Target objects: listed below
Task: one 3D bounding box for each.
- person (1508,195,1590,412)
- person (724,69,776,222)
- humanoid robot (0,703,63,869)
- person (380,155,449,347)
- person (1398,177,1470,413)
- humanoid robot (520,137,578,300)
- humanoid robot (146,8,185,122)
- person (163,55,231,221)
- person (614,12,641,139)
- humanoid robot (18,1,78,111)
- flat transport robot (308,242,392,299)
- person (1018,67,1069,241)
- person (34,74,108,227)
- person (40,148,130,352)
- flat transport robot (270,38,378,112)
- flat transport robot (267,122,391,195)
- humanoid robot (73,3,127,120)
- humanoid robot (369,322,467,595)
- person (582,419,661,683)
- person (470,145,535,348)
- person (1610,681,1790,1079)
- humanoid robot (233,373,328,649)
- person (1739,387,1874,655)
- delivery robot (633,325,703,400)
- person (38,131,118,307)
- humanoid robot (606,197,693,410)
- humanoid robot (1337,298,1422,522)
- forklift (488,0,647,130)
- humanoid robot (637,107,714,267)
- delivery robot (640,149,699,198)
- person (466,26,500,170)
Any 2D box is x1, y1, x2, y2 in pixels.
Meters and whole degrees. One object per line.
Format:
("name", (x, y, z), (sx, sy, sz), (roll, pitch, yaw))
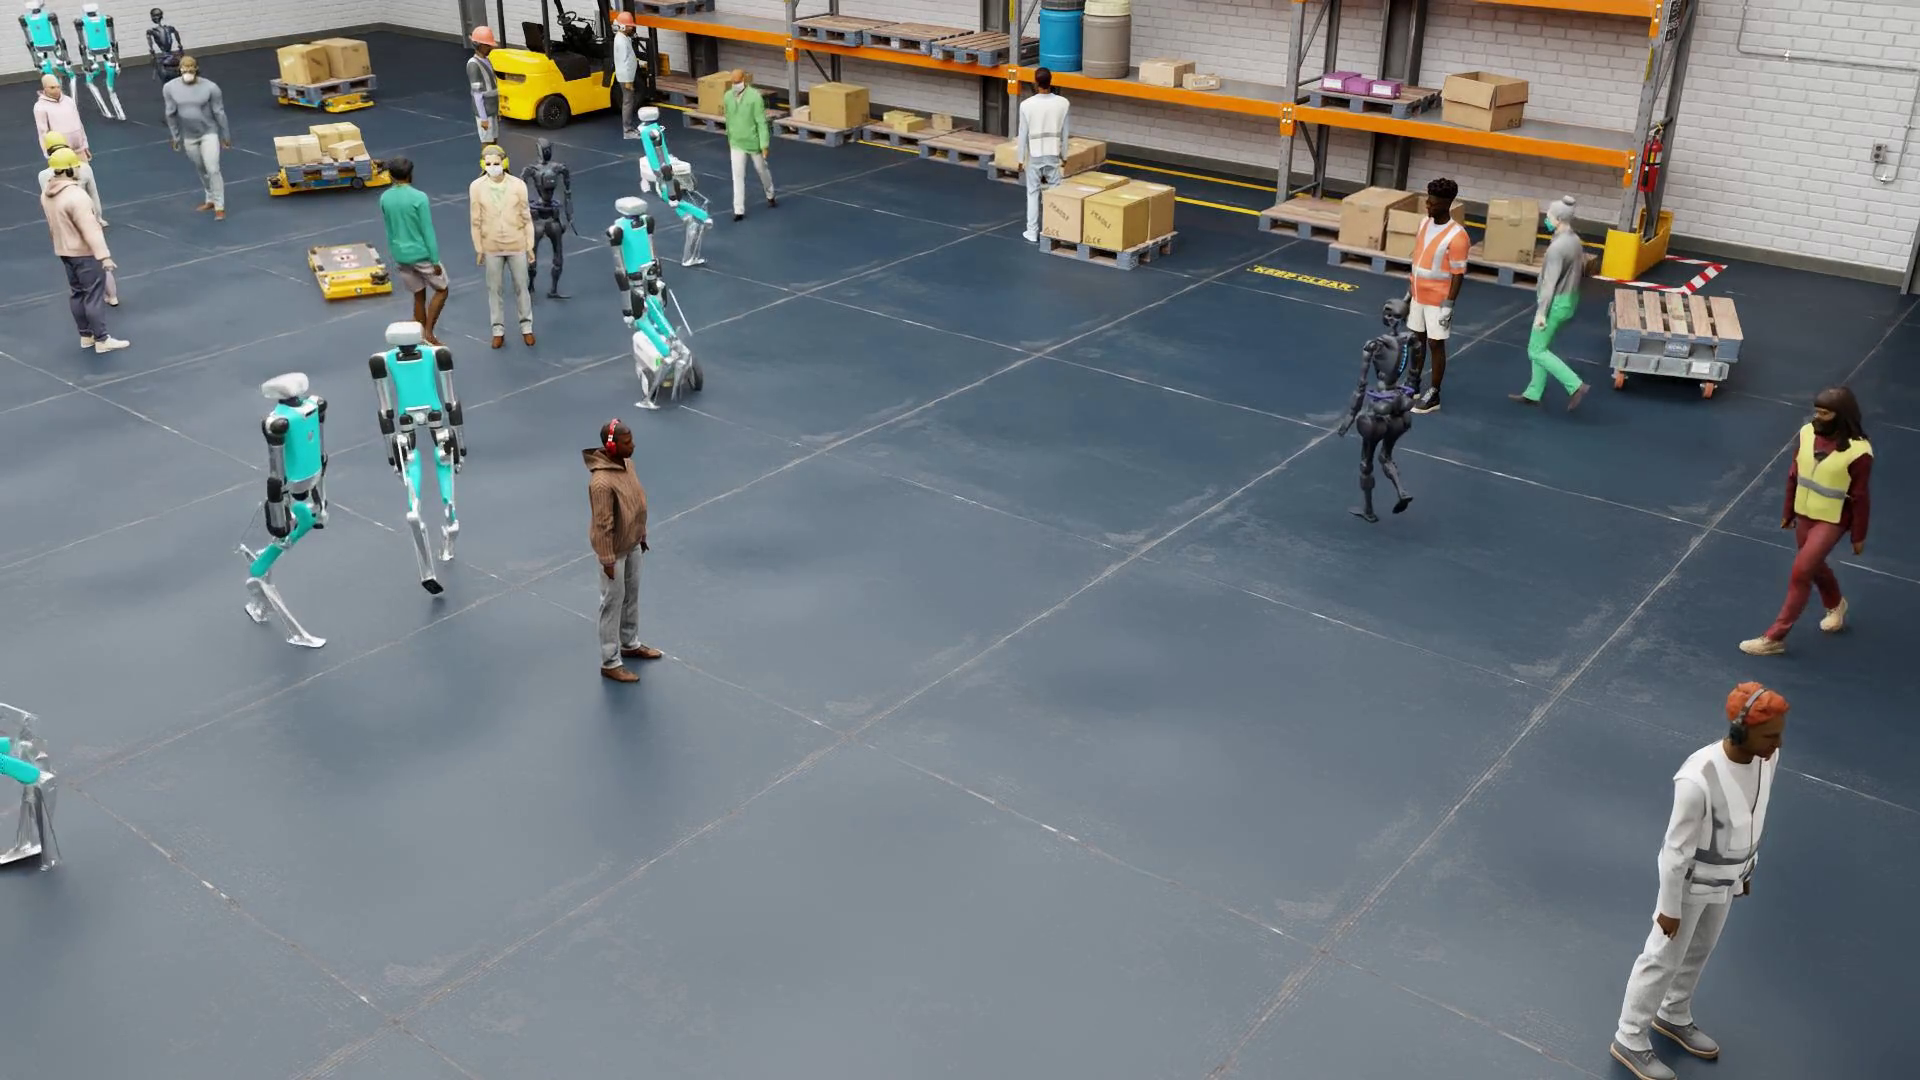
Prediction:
("person", (4.994, -1.935, 13.775), (0.629, 1.828, 0.556), (20, 32, 35))
("person", (-2.479, -4.696, 19.615), (0.582, 1.738, 0.953), (8, 27, 15))
("humanoid robot", (-4.772, 0.878, 8.107), (0.563, 1.812, 0.765), (16, 30, 30))
("person", (-4.937, -2.555, 15.063), (0.514, 1.827, 0.449), (7, 27, 14))
("person", (3.918, -2.038, 13.843), (0.362, 1.965, 0.609), (-10, 28, -20))
("humanoid robot", (-4.155, -3.197, 16.578), (0.603, 1.647, 0.411), (-18, 31, -32))
("humanoid robot", (-11.587, -6.933, 24.332), (0.654, 1.630, 0.610), (13, 29, 26))
("person", (-8.913, -4.750, 19.553), (0.649, 1.900, 0.723), (-2, 26, -5))
("person", (-4.670, -6.539, 23.423), (0.350, 1.738, 0.572), (-5, 26, -11))
("humanoid robot", (-13.368, -7.092, 24.546), (0.550, 1.727, 0.988), (-4, 26, -8))
("flat transport robot", (-6.415, -2.836, 17.445), (0.659, 0.231, 1.431), (-12, 28, -23))
("person", (0.931, -4.295, 18.585), (0.595, 1.910, 0.386), (-6, 27, -13))
("person", (-10.224, -4.425, 19.006), (0.409, 1.773, 0.537), (14, 29, 27))
("person", (-8.048, -2.635, 15.196), (0.803, 1.864, 0.423), (17, 30, 31))
("flat transport robot", (-9.795, -6.814, 25.683), (1.431, 0.231, 0.659), (16, 30, 30))
("flat transport robot", (-8.011, -4.597, 21.090), (1.431, 0.231, 0.659), (-11, 28, -21))
("humanoid robot", (-12.581, -6.955, 24.277), (0.536, 1.742, 0.938), (-21, 33, -37))
("humanoid robot", (-3.508, -0.458, 10.903), (0.546, 1.771, 1.025), (-7, 27, -14))
("person", (-2.026, 0.053, 9.879), (0.308, 1.647, 0.464), (7, 27, 15))
("person", (-4.197, -2.710, 15.339), (0.553, 1.876, 0.394), (-6, 26, -12))
("person", (3.053, 1.400, 6.831), (0.571, 1.876, 0.350), (-17, 30, -31))
("humanoid robot", (-4.301, -0.161, 10.299), (0.881, 1.843, 0.570), (6, 26, 11))
("person", (5.322, -0.141, 10.194), (0.885, 1.726, 0.512), (-10, 27, -19))
("delivery robot", (-2.592, -1.584, 14.514), (0.499, 0.587, 0.788), (-12, 28, -24))
("person", (-8.670, -3.115, 16.301), (0.325, 1.765, 0.530), (18, 31, 33))
("humanoid robot", (-2.529, -1.931, 13.955), (0.680, 1.848, 0.538), (13, 29, 24))
("humanoid robot", (3.032, -0.898, 11.809), (0.600, 1.652, 0.462), (-13, 29, -25))
("forklift", (-5.874, -7.334, 24.552), (1.214, 2.155, 2.313), (19, 32, 34))
("humanoid robot", (-2.922, -3.672, 17.539), (0.845, 1.800, 0.541), (-11, 28, -22))
("delivery robot", (-3.650, -4.556, 20.670), (0.499, 0.589, 0.785), (-23, 34, -39))
("person", (-5.785, -5.263, 20.446), (0.381, 2.035, 0.604), (-1, 26, -1))
